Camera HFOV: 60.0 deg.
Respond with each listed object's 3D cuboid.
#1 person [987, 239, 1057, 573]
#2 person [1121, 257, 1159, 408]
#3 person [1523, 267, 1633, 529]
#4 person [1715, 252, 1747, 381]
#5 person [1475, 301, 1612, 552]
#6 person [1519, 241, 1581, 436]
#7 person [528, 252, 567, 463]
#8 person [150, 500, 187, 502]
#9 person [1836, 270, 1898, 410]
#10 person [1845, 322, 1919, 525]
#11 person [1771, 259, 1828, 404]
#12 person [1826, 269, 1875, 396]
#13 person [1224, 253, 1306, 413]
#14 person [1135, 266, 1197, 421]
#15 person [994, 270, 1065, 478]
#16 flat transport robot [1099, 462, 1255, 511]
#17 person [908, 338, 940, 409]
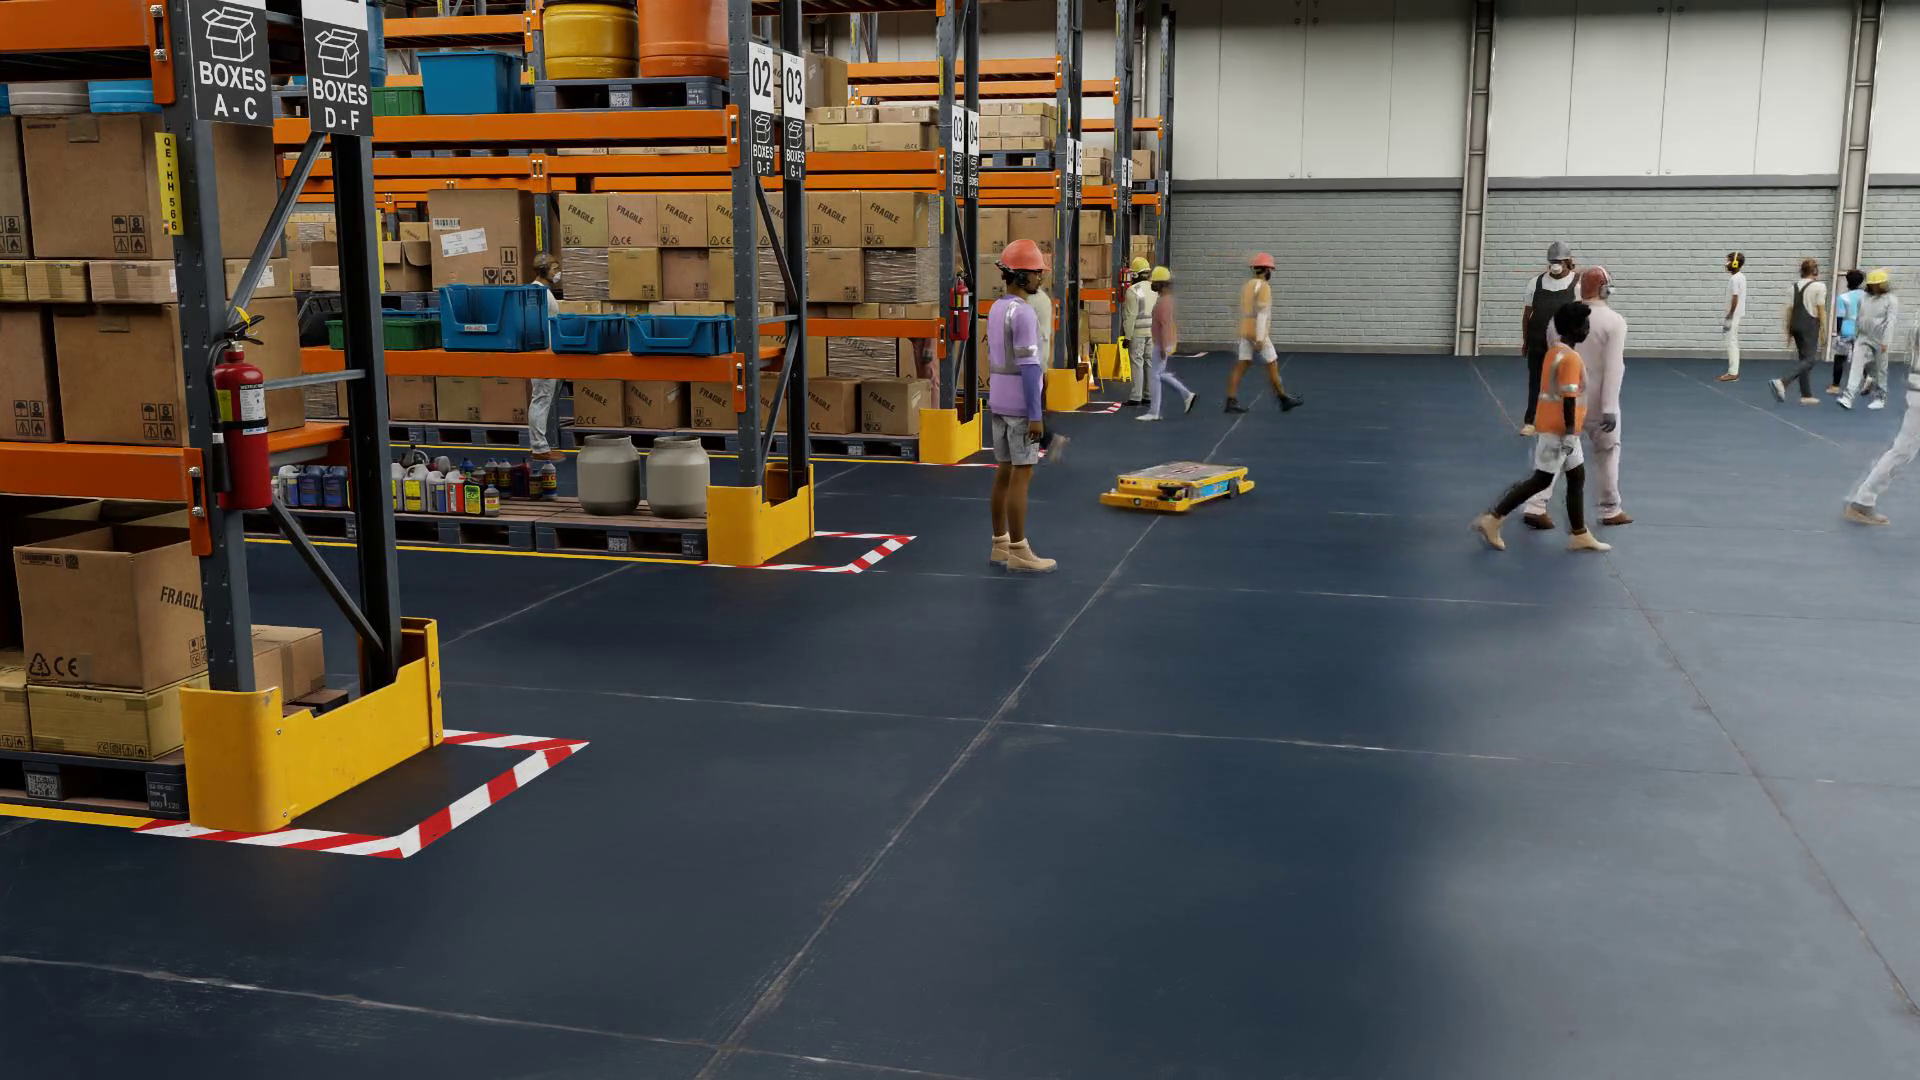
[{"bbox_3d":[0.373,-0.820,10.277,0.373,2.044,0.608,-4,11,-20],"label":"person"},{"bbox_3d":[2.186,-2.524,20.298,0.403,1.834,0.588,9,14,42],"label":"person"},{"bbox_3d":[4.396,-0.993,11.751,0.977,1.865,0.659,-6,12,-32],"label":"person"},{"bbox_3d":[11.240,-3.245,24.200,0.316,1.868,0.524,6,12,32],"label":"person"},{"bbox_3d":[3.832,-0.731,10.848,0.845,1.664,0.530,2,10,10],"label":"person"},{"bbox_3d":[6.154,-2.077,17.243,0.689,2.000,0.538,7,12,32],"label":"person"},{"bbox_3d":[-3.839,-1.675,15.345,0.374,1.931,0.625,-3,11,-16],"label":"person"},{"bbox_3d":[-4.774,-0.607,9.790,0.919,1.787,0.610,3,11,14],"label":"person"},{"bbox_3d":[10.944,-2.395,19.977,0.937,1.677,0.497,-8,13,-36],"label":"person"},{"bbox_3d":[6.851,-0.973,11.734,0.580,1.838,0.998,-9,14,-42],"label":"person"},{"bbox_3d":[10.393,-2.560,20.583,0.764,1.807,0.567,-3,11,-18],"label":"person"},{"bbox_3d":[11.690,-2.700,21.713,0.516,1.670,0.728,0,10,1],"label":"person"},{"bbox_3d":[3.596,-2.437,19.683,1.011,1.877,0.548,-3,11,-17],"label":"person"},{"bbox_3d":[2.331,-2.215,18.798,0.603,1.750,0.534,2,10,9],"label":"person"},{"bbox_3d":[0.619,-1.498,14.239,0.619,1.969,0.634,-5,11,-25],"label":"person"},{"bbox_3d":[1.724,-0.435,13.054,0.652,0.197,1.431,7,12,33],"label":"flat transport robot"},{"bbox_3d":[-0.391,-2.031,17.379,0.402,1.904,0.639,-2,10,-9],"label":"person"}]
